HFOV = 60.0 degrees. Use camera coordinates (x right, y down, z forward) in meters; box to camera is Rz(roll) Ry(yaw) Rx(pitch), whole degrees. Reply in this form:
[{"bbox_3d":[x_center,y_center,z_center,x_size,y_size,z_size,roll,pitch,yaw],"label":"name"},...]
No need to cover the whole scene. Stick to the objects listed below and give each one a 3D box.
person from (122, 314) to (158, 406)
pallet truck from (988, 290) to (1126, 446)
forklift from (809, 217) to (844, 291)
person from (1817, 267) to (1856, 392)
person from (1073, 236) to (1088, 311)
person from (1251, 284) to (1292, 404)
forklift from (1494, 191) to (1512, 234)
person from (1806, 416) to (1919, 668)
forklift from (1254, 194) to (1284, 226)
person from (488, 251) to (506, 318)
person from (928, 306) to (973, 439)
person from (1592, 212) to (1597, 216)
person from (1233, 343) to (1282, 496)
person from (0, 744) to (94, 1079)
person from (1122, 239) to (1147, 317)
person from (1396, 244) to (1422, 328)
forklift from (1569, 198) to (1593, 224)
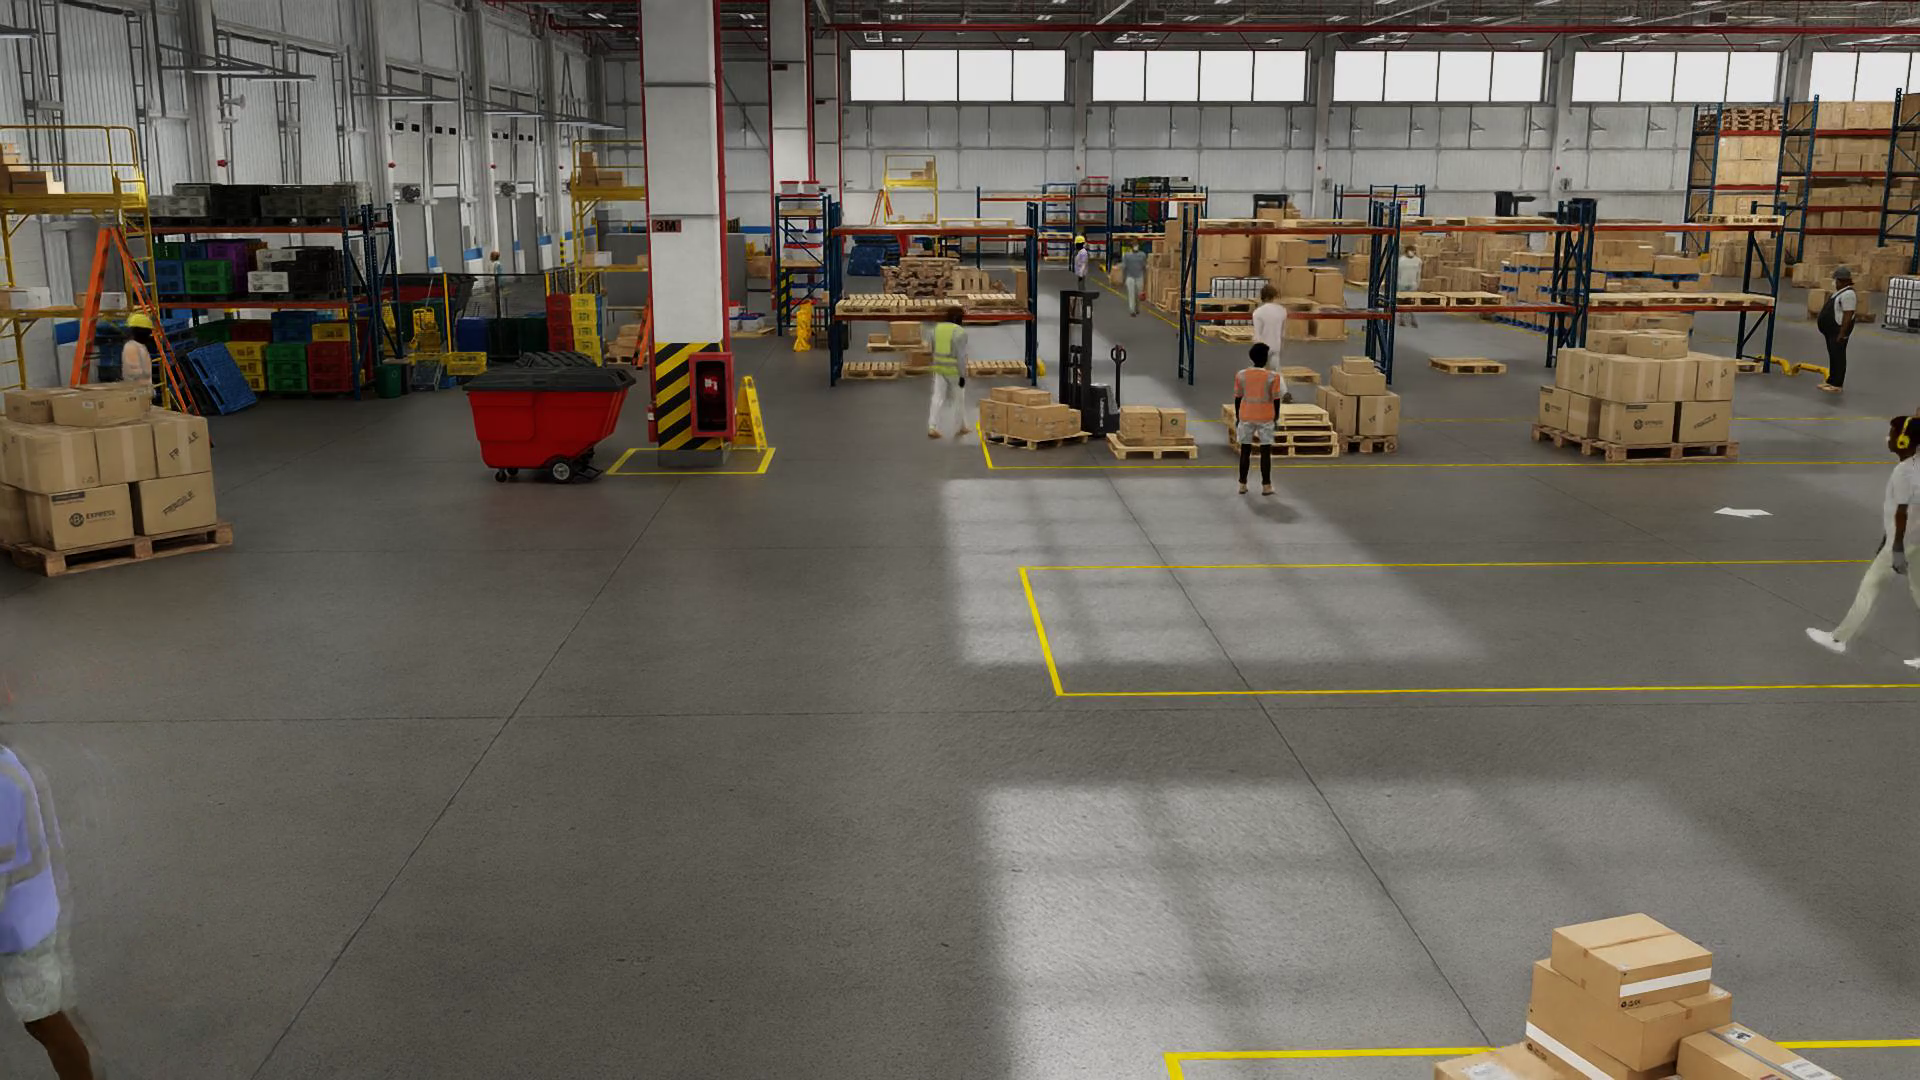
[{"bbox_3d":[-9.730,-1.770,19.991,0.976,1.873,0.591,-4,13,-17],"label":"person"},{"bbox_3d":[1.257,-2.299,22.111,1.885,1.965,0.823,-9,15,-35],"label":"pallet truck"},{"bbox_3d":[-4.375,-8.619,48.637,1.873,2.768,1.129,0,12,-2],"label":"forklift"},{"bbox_3d":[14.293,-3.441,27.166,0.535,2.000,0.687,4,13,16],"label":"person"},{"bbox_3d":[3.112,-6.877,42.939,0.367,1.927,0.590,0,12,-1],"label":"person"},{"bbox_3d":[4.605,-2.829,24.694,0.637,1.919,0.825,-6,14,-24],"label":"person"},{"bbox_3d":[20.457,-11.777,62.895,1.873,2.768,1.129,0,12,-2],"label":"forklift"},{"bbox_3d":[6.797,0.007,12.094,0.494,1.821,0.981,-8,15,-34],"label":"person"},{"bbox_3d":[10.138,-9.988,54.815,1.129,2.768,1.873,5,13,20],"label":"forklift"},{"bbox_3d":[-11.407,-6.264,40.857,0.520,1.633,0.314,11,17,42],"label":"person"},{"bbox_3d":[-0.161,-2.258,22.432,0.643,1.791,0.932,9,15,36],"label":"person"},{"bbox_3d":[26.090,-12.571,68.628,0.546,1.938,0.361,5,13,21],"label":"person"},{"bbox_3d":[3.296,-1.341,18.462,0.537,1.698,0.320,5,14,23],"label":"person"},{"bbox_3d":[-3.457,1.362,5.789,0.816,1.907,0.550,-11,16,-40],"label":"person"},{"bbox_3d":[4.316,-6.477,41.144,0.633,1.924,0.464,-1,13,-6],"label":"person"},{"bbox_3d":[10.343,-5.841,38.323,0.641,1.900,0.934,0,12,1],"label":"person"},{"bbox_3d":[17.389,-8.211,46.796,1.873,2.768,1.129,1,13,4],"label":"forklift"}]
